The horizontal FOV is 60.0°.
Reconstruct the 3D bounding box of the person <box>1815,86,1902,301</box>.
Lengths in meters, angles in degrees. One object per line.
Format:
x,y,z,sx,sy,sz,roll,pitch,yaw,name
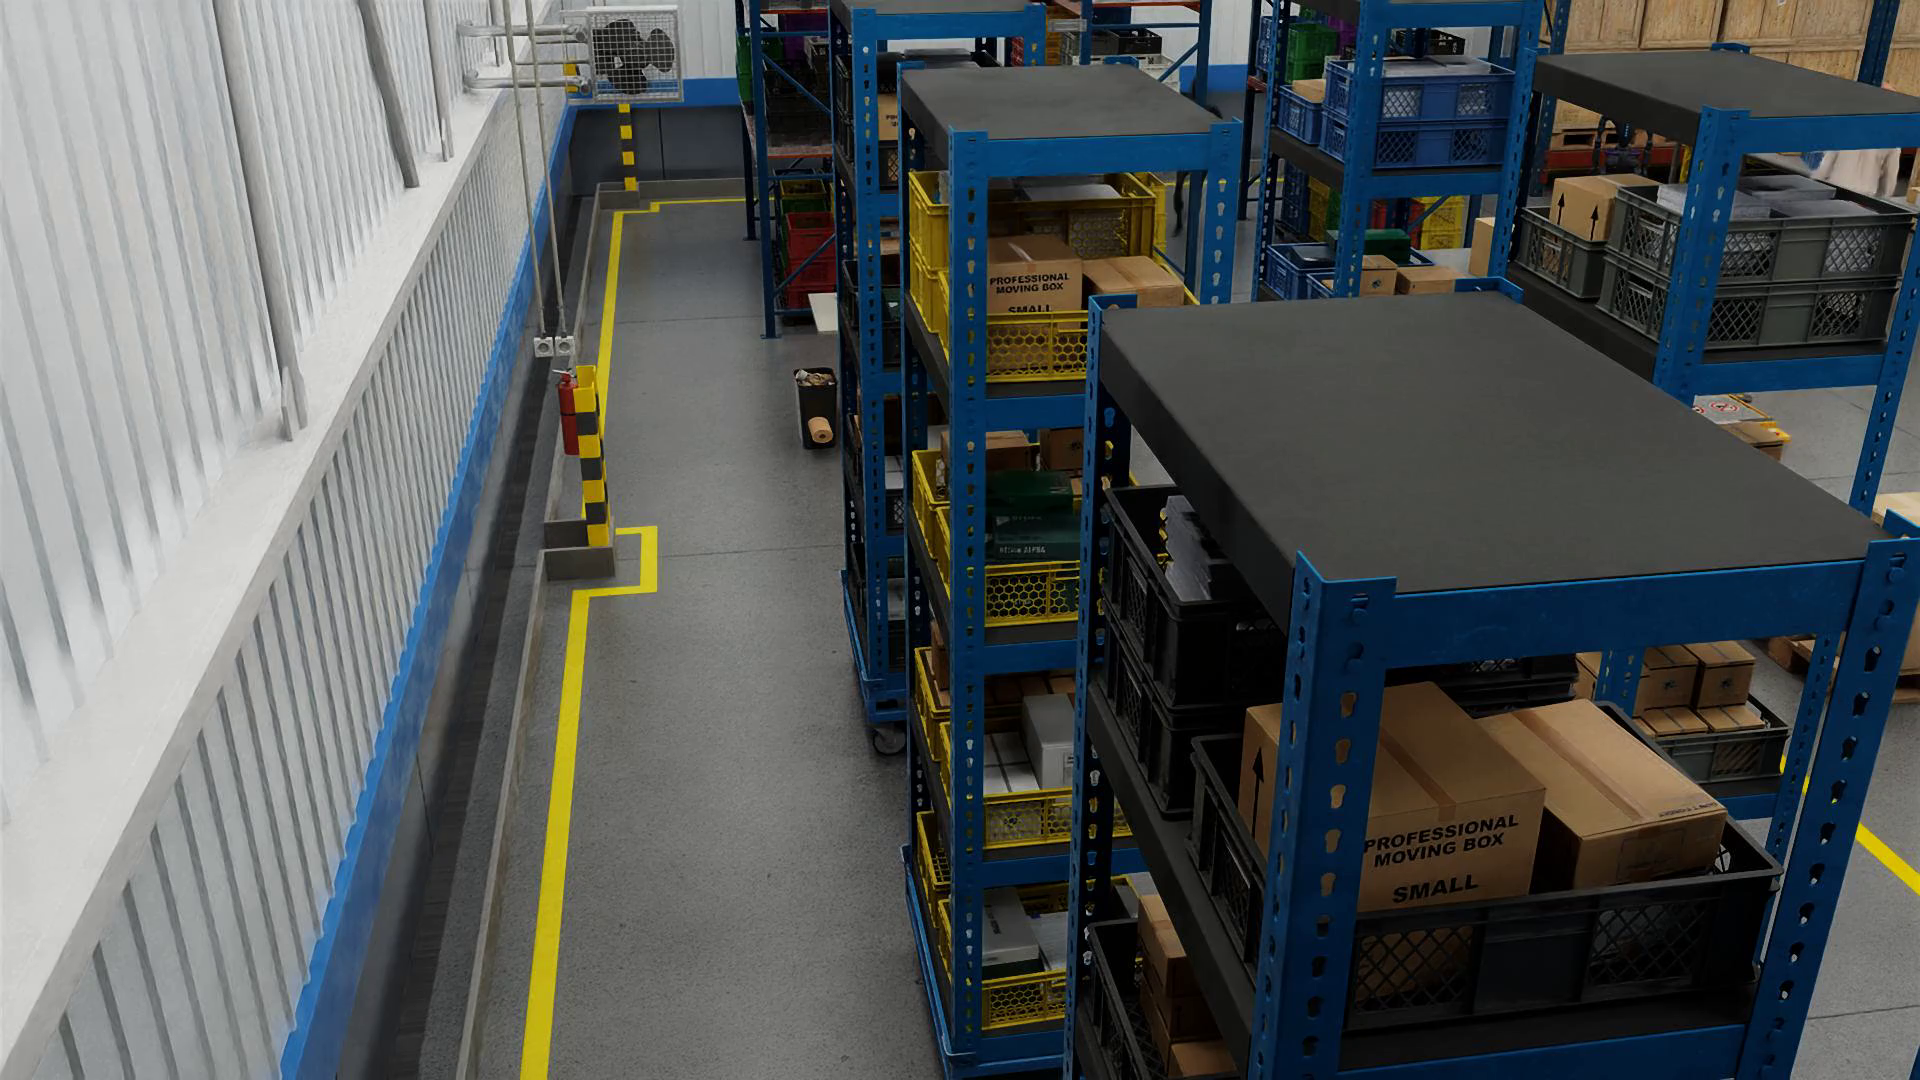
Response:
8.099,-3.130,15.128,0.984,1.930,0.676,-22,32,-39,person

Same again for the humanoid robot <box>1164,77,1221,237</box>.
2.391,-3.948,17.211,0.588,1.642,0.551,6,25,12,humanoid robot

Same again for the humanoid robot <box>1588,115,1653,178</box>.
6.645,-3.756,16.760,0.589,1.657,0.327,6,25,14,humanoid robot

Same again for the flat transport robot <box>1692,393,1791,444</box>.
5.224,-0.859,12.132,1.431,0.197,0.652,-4,25,-8,flat transport robot
